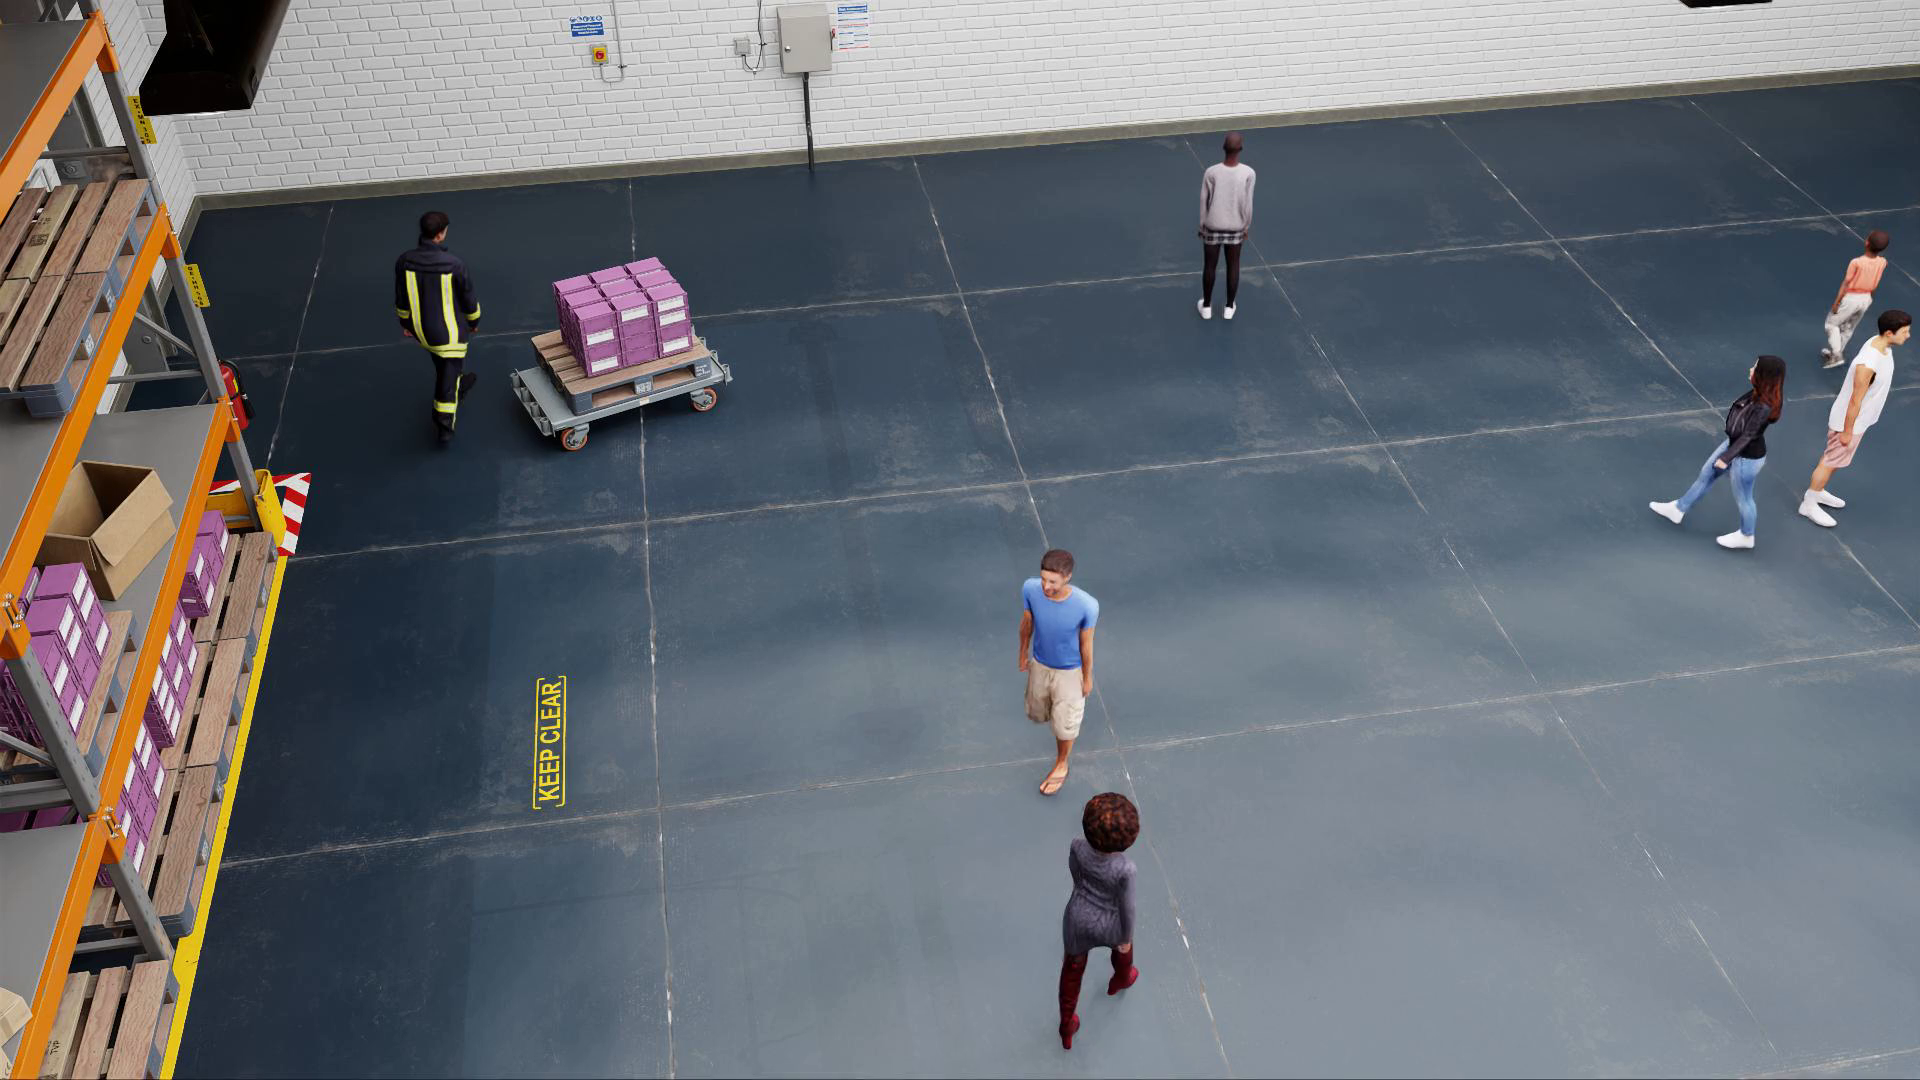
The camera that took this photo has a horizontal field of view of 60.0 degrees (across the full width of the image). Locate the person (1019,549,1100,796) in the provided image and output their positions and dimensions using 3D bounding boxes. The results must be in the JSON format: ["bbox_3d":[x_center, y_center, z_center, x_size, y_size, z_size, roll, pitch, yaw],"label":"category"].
[{"bbox_3d":[0.645,0.712,10.323,0.957,1.840,1.064,14,41,17],"label":"person"}]

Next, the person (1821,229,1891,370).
[{"bbox_3d":[7.644,-2.015,14.170,0.551,1.300,0.703,0,39,1],"label":"person"}]

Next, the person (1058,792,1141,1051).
[{"bbox_3d":[0.683,2.071,8.748,0.934,1.681,1.004,18,42,21],"label":"person"}]

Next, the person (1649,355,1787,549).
[{"bbox_3d":[5.812,-0.608,12.163,1.048,1.606,1.073,14,41,17],"label":"person"}]

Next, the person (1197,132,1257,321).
[{"bbox_3d":[2.343,-2.782,14.753,0.660,1.772,0.592,2,39,2],"label":"person"}]

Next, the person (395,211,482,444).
[{"bbox_3d":[-4.160,-1.661,13.278,1.003,1.861,1.280,2,39,2],"label":"person"}]

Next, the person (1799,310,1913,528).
[{"bbox_3d":[6.679,-0.944,12.440,0.781,1.787,0.725,25,45,28],"label":"person"}]
